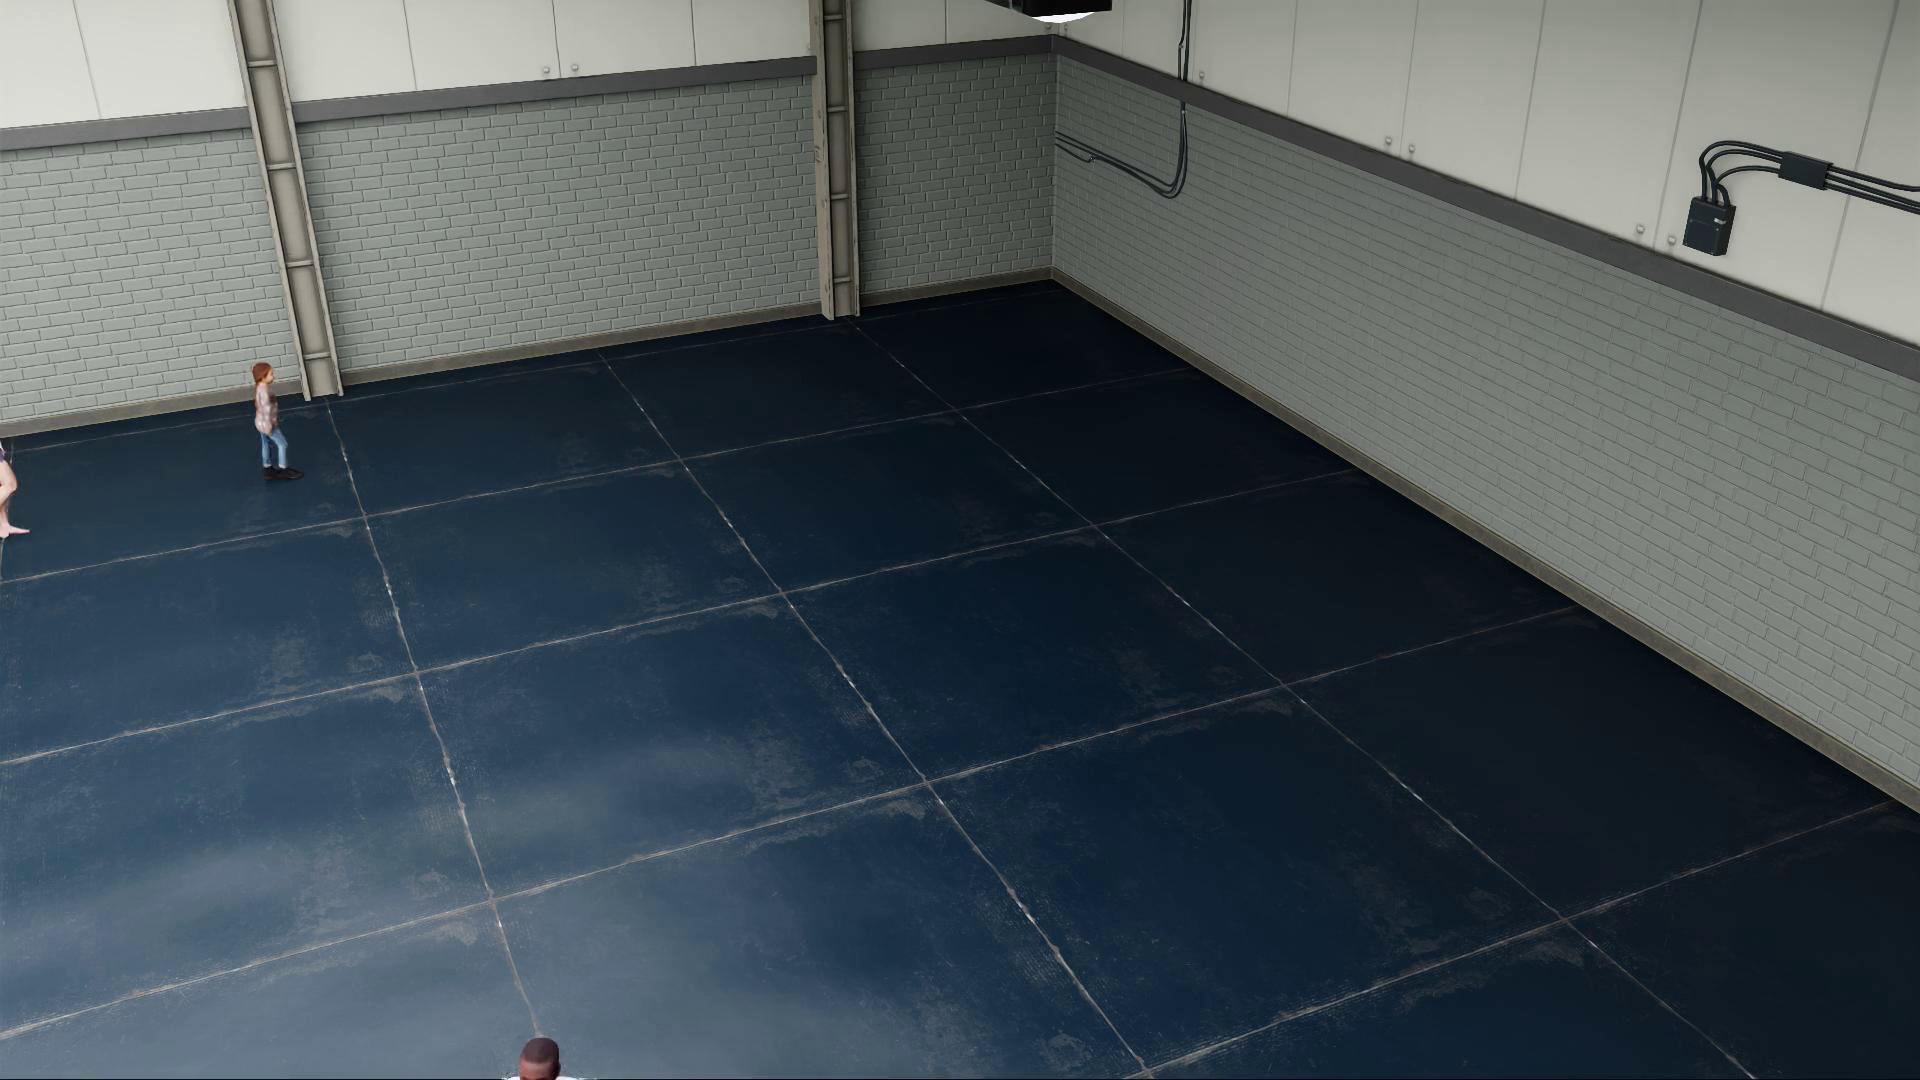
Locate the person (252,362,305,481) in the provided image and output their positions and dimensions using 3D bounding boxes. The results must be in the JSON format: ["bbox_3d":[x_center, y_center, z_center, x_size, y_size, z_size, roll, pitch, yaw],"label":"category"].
[{"bbox_3d":[-6.614,-1.107,15.758,0.571,1.182,0.515,-16,31,-28],"label":"person"}]

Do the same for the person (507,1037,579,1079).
[{"bbox_3d":[-1.748,2.838,7.406,0.979,1.813,0.971,0,27,0],"label":"person"}]
